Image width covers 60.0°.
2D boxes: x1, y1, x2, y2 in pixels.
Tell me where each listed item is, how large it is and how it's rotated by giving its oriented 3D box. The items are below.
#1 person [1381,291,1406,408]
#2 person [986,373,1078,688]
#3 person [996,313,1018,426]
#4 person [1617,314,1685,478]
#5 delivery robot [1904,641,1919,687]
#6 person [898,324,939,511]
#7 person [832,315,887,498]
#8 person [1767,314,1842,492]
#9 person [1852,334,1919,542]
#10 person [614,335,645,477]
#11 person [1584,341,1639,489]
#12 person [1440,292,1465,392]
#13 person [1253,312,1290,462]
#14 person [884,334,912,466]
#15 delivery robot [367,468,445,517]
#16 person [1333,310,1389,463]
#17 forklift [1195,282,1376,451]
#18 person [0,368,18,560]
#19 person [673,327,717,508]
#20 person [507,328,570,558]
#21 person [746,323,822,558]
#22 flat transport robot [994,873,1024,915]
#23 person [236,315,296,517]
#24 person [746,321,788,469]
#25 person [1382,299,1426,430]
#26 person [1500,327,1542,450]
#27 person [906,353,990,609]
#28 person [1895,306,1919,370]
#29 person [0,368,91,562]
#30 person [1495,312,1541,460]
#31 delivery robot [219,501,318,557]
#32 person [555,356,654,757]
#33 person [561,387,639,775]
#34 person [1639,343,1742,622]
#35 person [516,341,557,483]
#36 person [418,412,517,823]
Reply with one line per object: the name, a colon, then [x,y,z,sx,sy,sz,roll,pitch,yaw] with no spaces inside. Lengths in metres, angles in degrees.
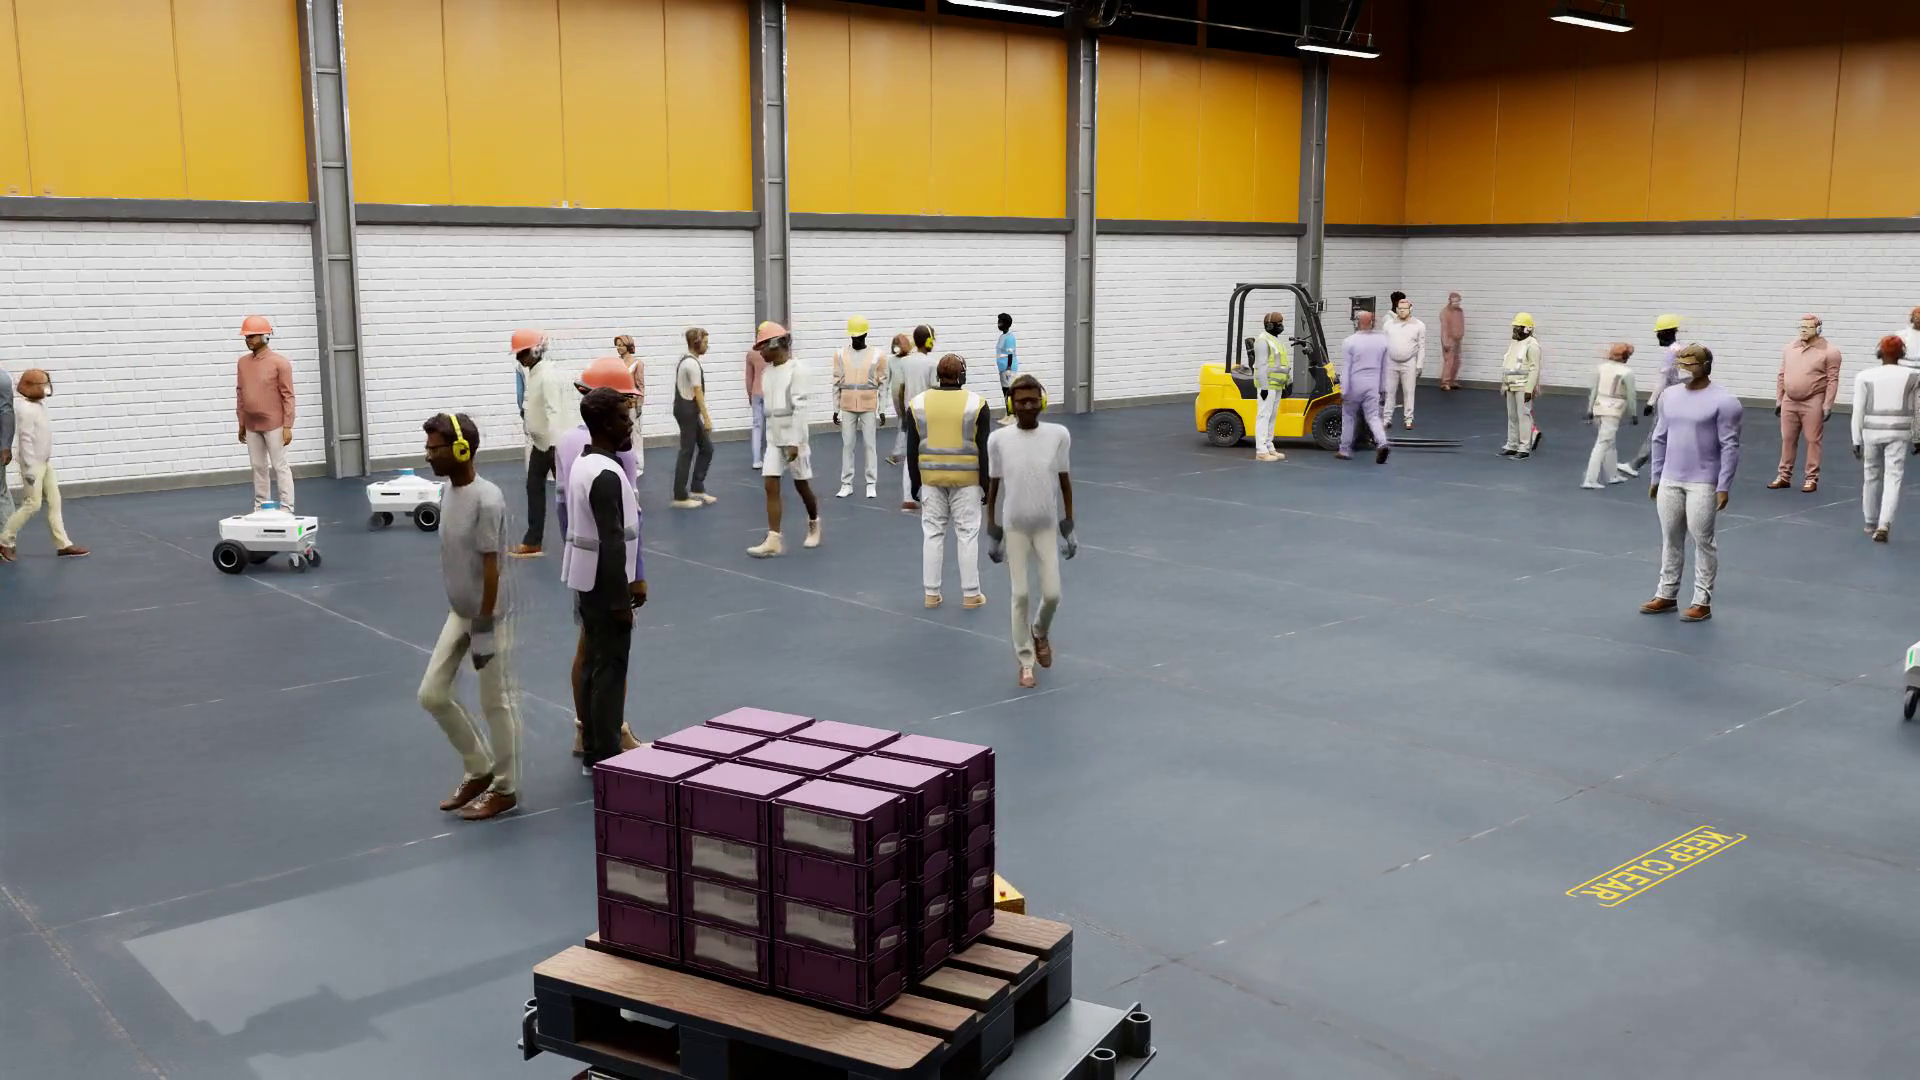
person: [7.239,-3.174,27.795,0.399,1.955,0.610,6,11,32]
person: [0.424,-0.068,9.873,0.557,1.856,0.459,0,10,-1]
person: [0.698,-2.556,24.937,0.321,1.690,0.536,-2,10,-14]
person: [7.842,-1.575,18.611,0.971,1.870,0.599,4,11,25]
delivery robot: [5.512,0.649,9.212,0.477,0.478,0.707,9,13,42]
person: [-0.379,-1.204,16.503,0.531,1.865,0.315,7,12,37]
person: [-1.058,-1.393,17.458,0.586,1.917,0.380,1,10,8]
person: [9.096,-1.471,17.943,0.405,1.911,0.636,-7,12,-35]
person: [8.316,-0.920,14.936,0.574,1.845,0.967,6,11,30]
person: [-3.833,-1.538,19.120,0.511,1.641,0.307,5,11,29]
person: [7.146,-1.350,18.100,0.785,1.604,0.517,-3,10,-17]
person: [9.233,-3.702,31.139,0.737,1.863,0.428,-9,13,-42]
person: [3.874,-1.905,20.674,0.429,1.845,0.621,5,11,29]
person: [-0.728,-1.709,20.266,0.526,1.583,0.866,6,11,32]
delivery robot: [-5.129,-0.422,15.481,0.707,0.478,0.477,0,10,-1]
person: [4.965,-1.886,20.468,0.660,1.879,0.879,-3,10,-16]
forklift: [4.328,-2.346,22.227,2.313,2.155,1.214,3,10,16]
person: [-8.173,-0.789,13.856,0.637,1.938,0.355,2,10,12]
person: [-2.645,-1.218,16.705,0.580,1.820,0.552,-2,10,-10]
person: [-3.381,-0.826,14.079,0.931,1.946,0.680,-6,11,-30]
person: [-1.497,-0.864,14.198,0.610,1.968,0.961,6,12,33]
flat transport robot: [-0.538,1.332,6.318,1.431,0.197,0.652,-4,10,-22]
person: [-6.410,-1.068,15.323,0.622,1.993,0.382,4,10,20]
person: [-2.287,-1.709,19.755,0.533,1.765,0.330,5,11,26]
person: [6.466,-2.568,24.366,0.640,1.909,0.409,4,11,23]
person: [7.323,-2.003,21.528,0.532,1.739,0.710,-4,11,-24]
person: [-0.062,-0.421,11.985,0.633,1.841,0.429,2,10,12]
person: [13.316,-2.340,23.219,0.578,1.858,0.805,5,11,26]
person: [-7.724,-0.625,13.881,0.586,1.632,0.522,-2,10,-11]
person: [6.971,-1.917,20.757,0.403,1.837,0.591,-2,10,-12]
delivery robot: [-5.577,-0.072,13.433,0.707,0.478,0.477,0,10,3]
person: [-1.753,0.104,8.330,0.614,2.039,0.390,10,14,44]
person: [-1.693,0.229,7.947,0.391,1.922,0.591,-4,11,-23]
person: [5.094,-0.403,11.598,0.352,1.937,0.635,-6,11,-30]
person: [-4.713,-1.455,18.635,0.511,1.640,0.308,2,10,10]
person: [-2.200,0.357,7.394,0.562,1.850,0.470,9,13,42]
